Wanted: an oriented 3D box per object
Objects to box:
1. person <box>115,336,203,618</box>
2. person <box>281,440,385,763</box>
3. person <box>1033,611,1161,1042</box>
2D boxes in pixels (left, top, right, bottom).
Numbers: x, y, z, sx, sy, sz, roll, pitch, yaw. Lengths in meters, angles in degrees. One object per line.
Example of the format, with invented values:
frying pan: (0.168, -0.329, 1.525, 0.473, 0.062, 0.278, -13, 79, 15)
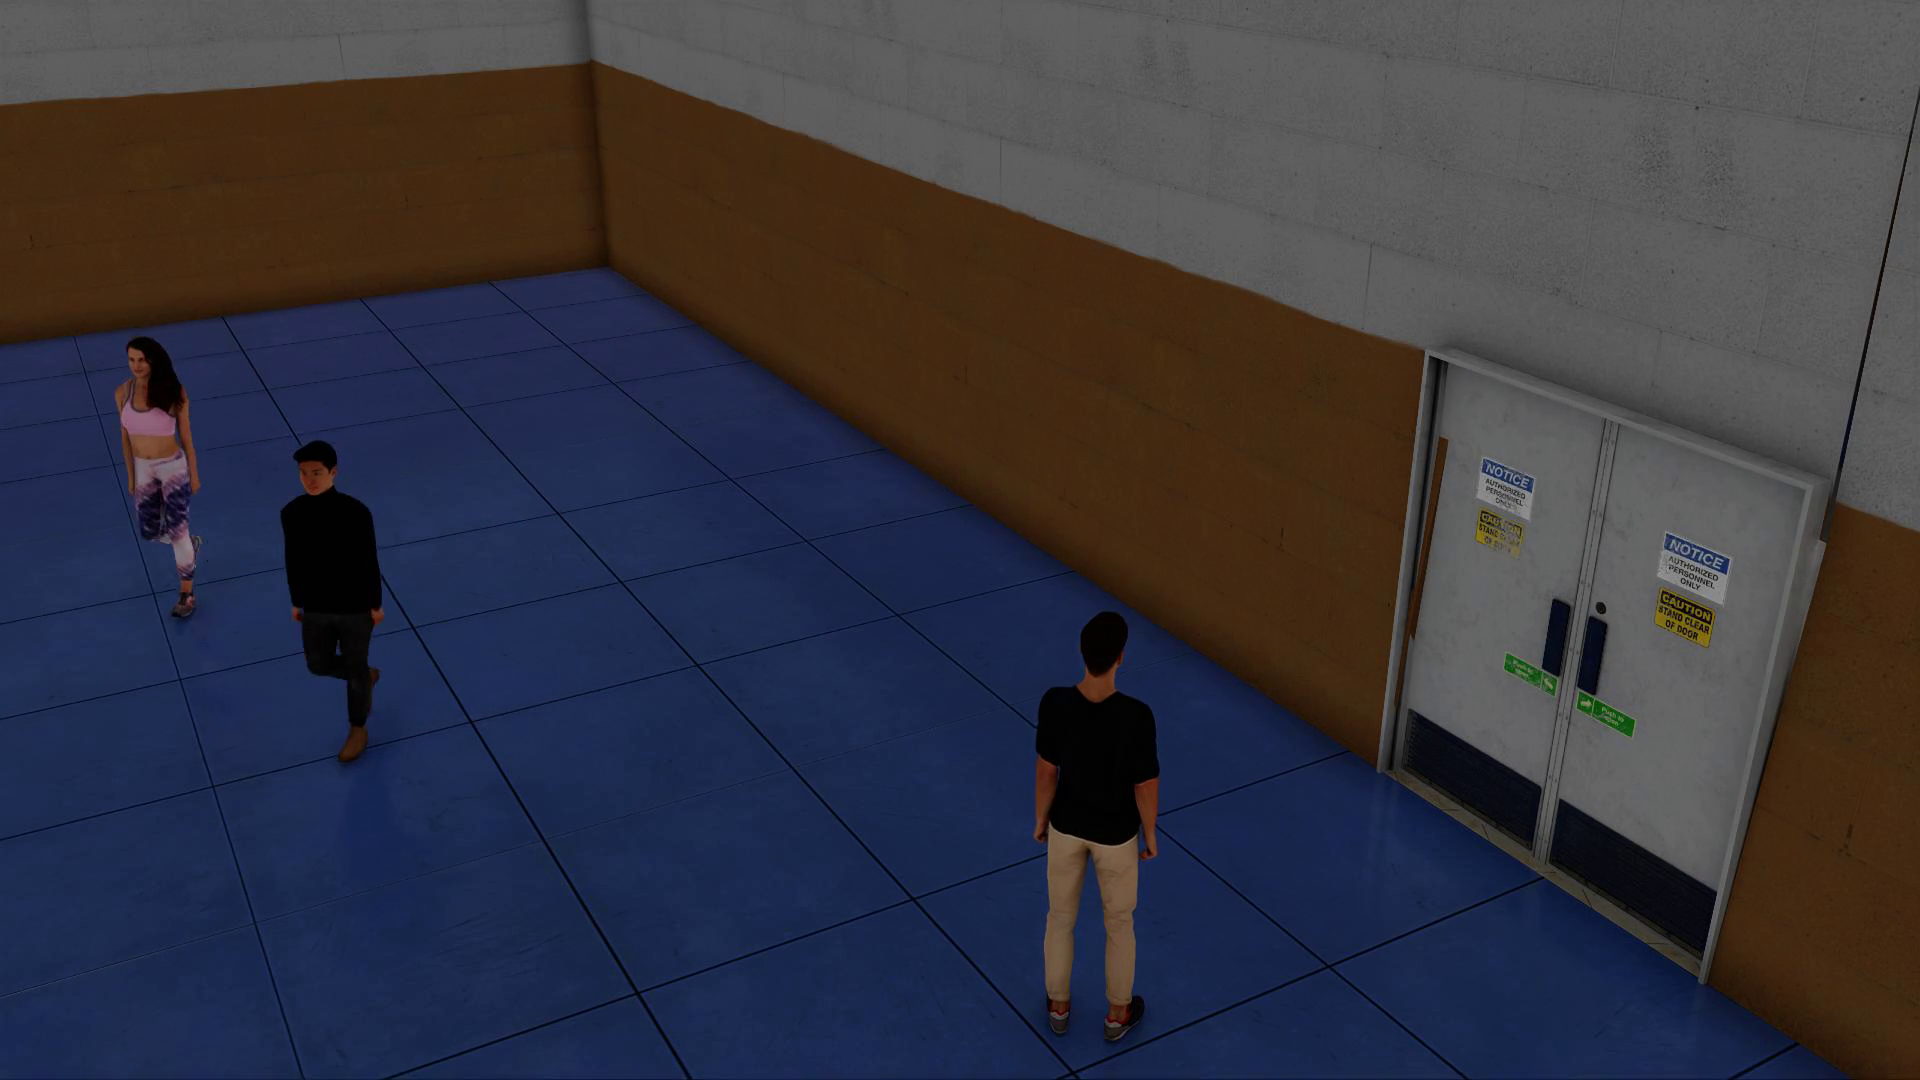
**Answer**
person: (-4.879, -0.419, 10.250, 0.915, 1.754, 0.899, 0, 24, 0)
person: (-3.242, 0.277, 8.706, 0.934, 1.715, 0.973, 3, 24, 7)
person: (0.525, 1.136, 6.536, 0.707, 1.857, 0.764, 6, 24, 14)
